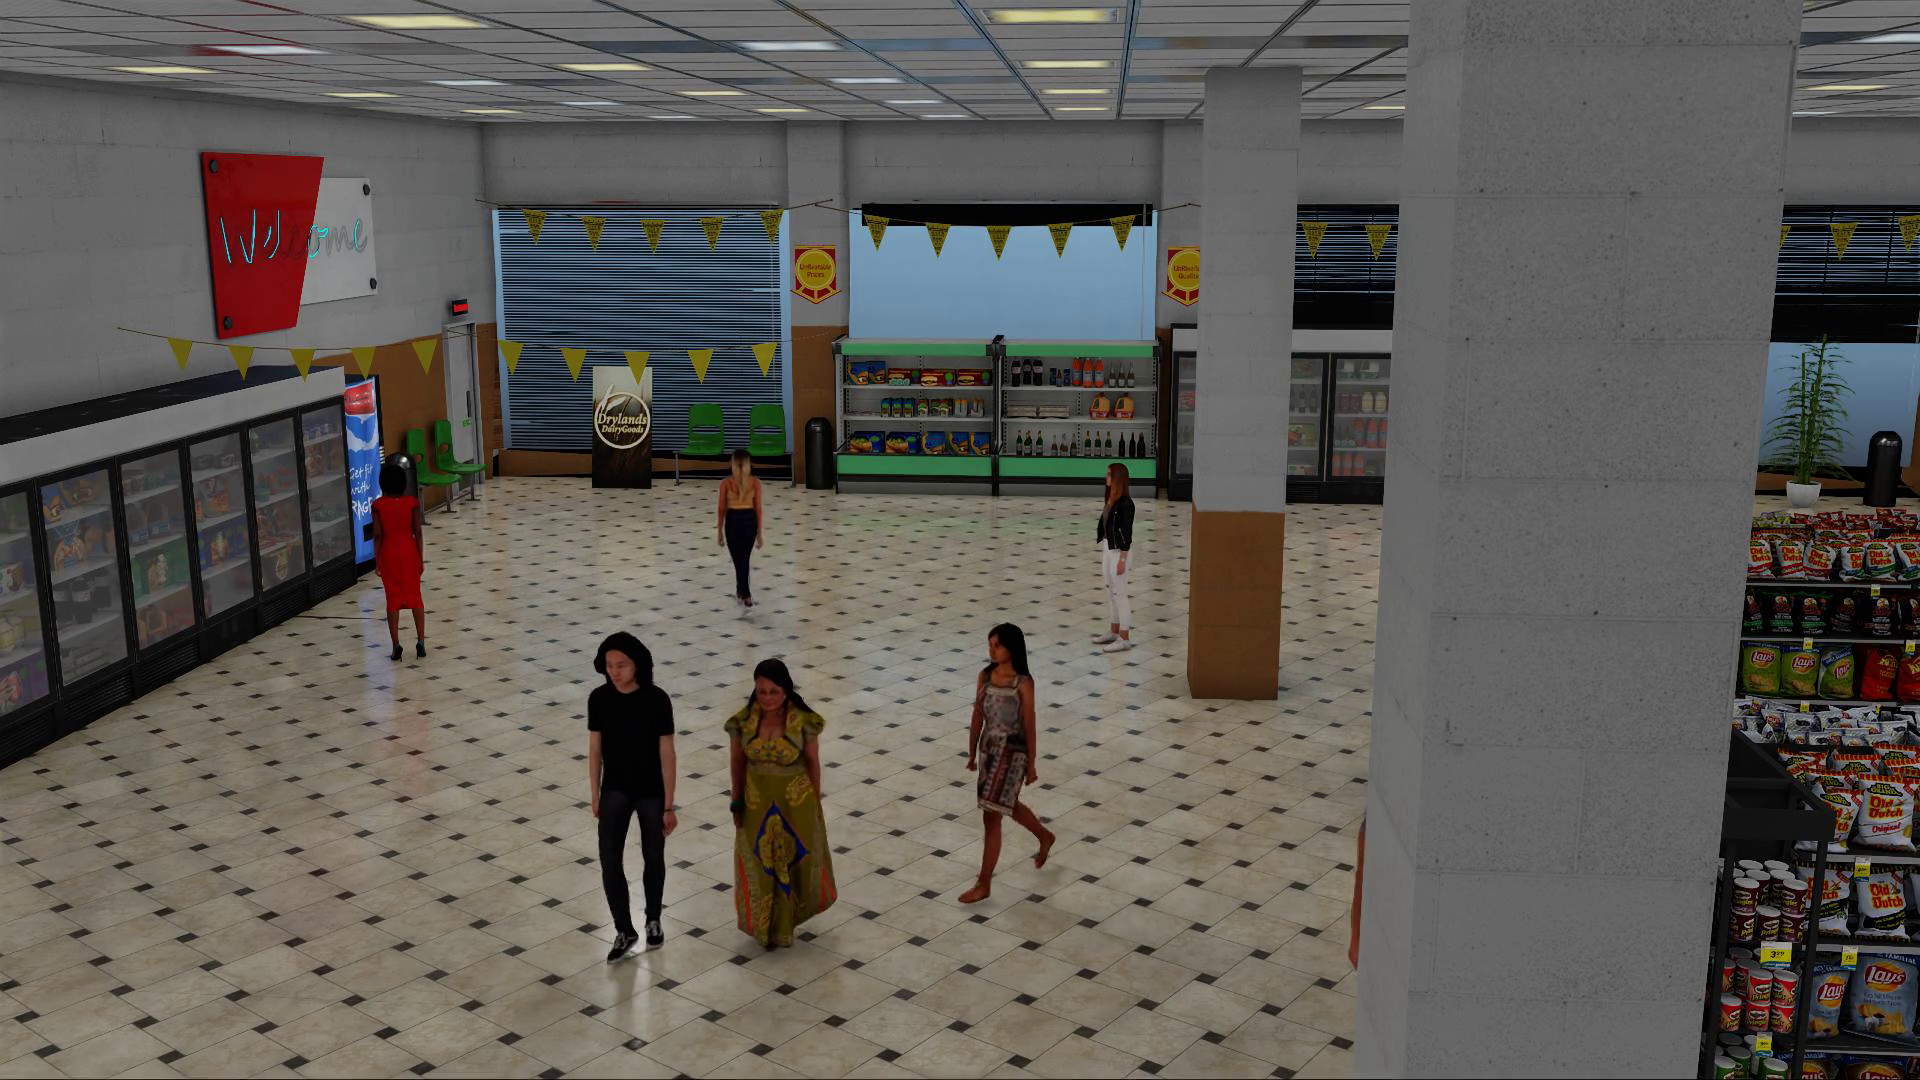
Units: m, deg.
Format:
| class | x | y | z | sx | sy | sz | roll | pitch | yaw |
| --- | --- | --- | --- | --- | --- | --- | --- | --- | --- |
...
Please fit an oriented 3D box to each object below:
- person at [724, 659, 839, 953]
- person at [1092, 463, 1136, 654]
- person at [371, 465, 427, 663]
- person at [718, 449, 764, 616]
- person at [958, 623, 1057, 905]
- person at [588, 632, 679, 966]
| class | x | y | z | sx | sy | sz | roll | pitch | yaw |
| --- | --- | --- | --- | --- | --- | --- | --- | --- | --- |
| person | -0.989 | 1.415 | 9.079 | 0.840 | 1.641 | 0.871 | 0 | 12 | 0 |
| person | 1.412 | 0.142 | 14.973 | 0.634 | 1.704 | 0.669 | -3 | 12 | -14 |
| person | -4.926 | 0.196 | 14.621 | 0.588 | 1.743 | 0.701 | -5 | 13 | -23 |
| person | -2.113 | -0.042 | 16.130 | 1.125 | 1.588 | 0.955 | -4 | 13 | -18 |
| person | 0.325 | 1.287 | 9.792 | 1.116 | 1.598 | 1.097 | -11 | 16 | -42 |
| person | -1.750 | 1.332 | 9.047 | 0.683 | 1.817 | 0.736 | -1 | 12 | -5 |
